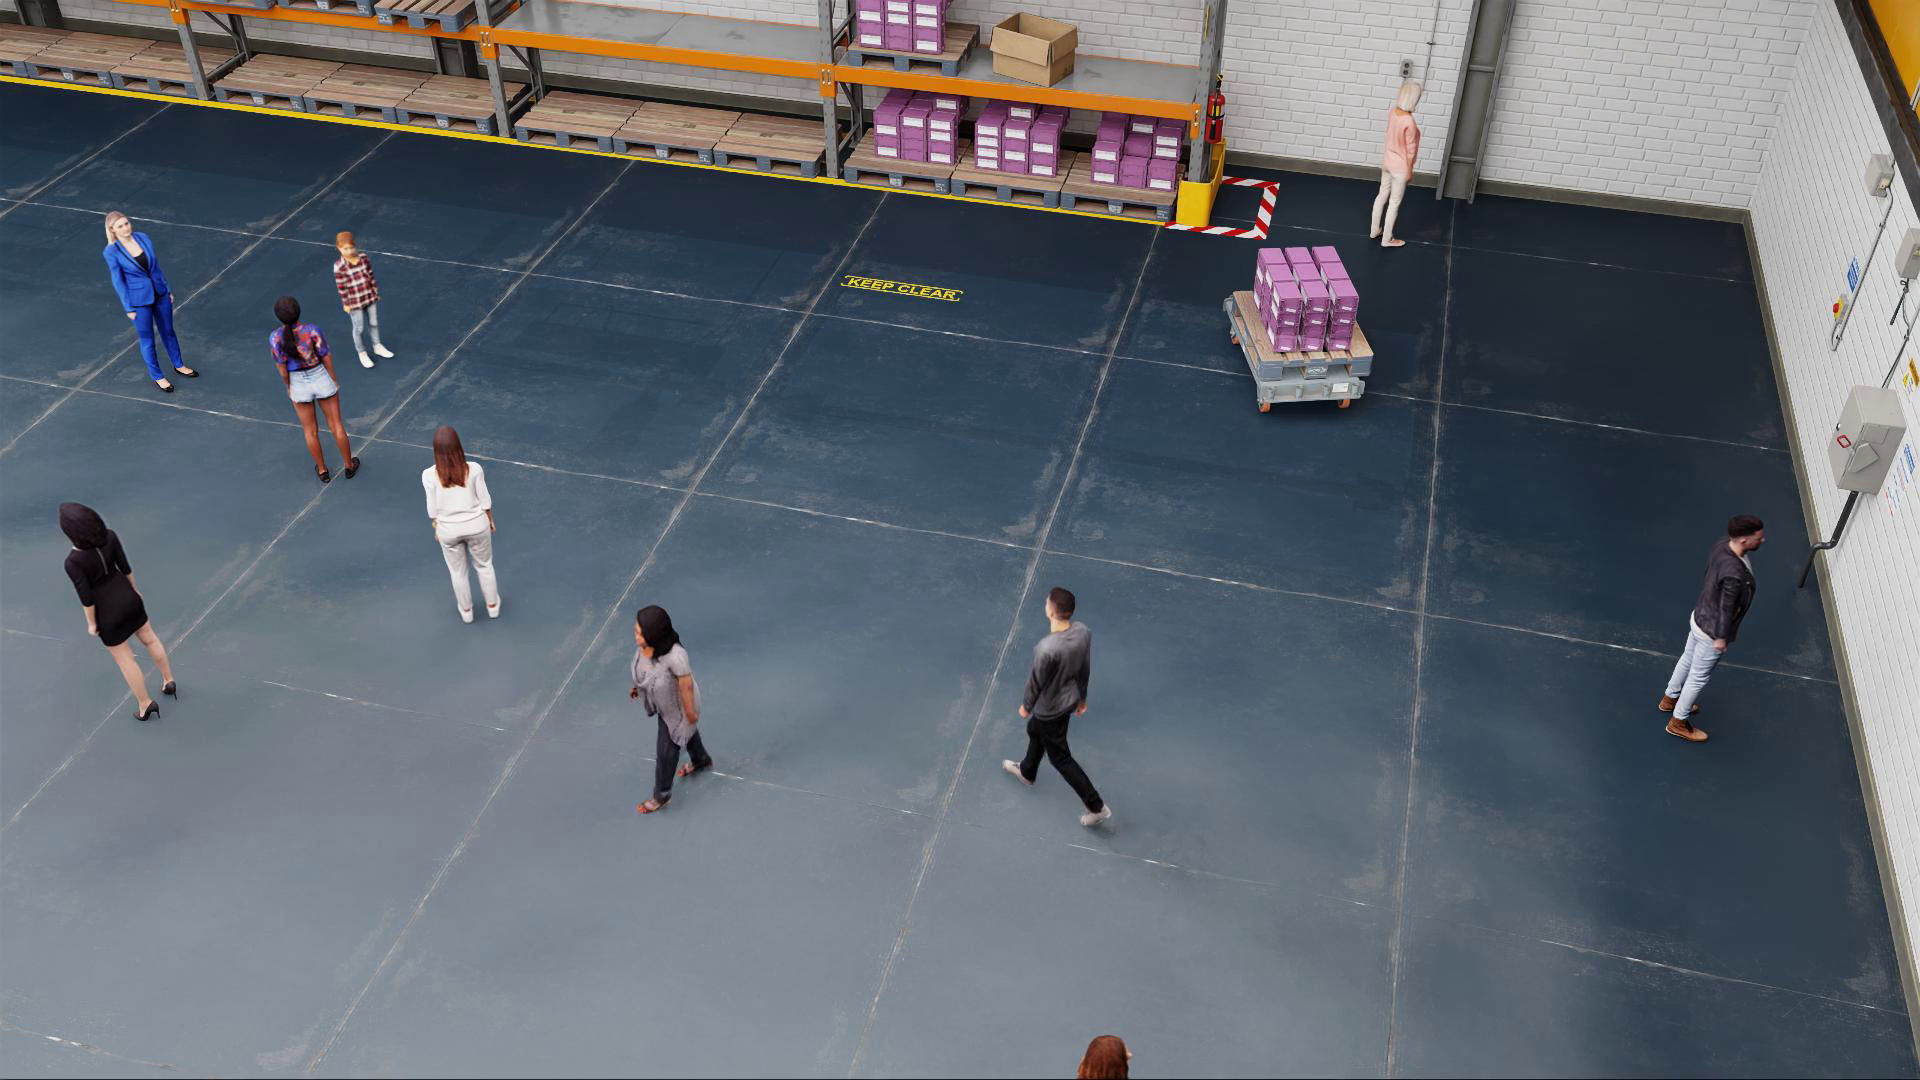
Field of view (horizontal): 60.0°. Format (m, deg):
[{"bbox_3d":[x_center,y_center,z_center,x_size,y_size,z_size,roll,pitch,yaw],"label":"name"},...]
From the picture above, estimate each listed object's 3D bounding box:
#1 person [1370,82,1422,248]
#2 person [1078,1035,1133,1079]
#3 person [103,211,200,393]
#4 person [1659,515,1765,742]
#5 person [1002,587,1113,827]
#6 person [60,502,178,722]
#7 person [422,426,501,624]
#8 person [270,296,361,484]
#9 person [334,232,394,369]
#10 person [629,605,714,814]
[{"bbox_3d":[4.420,-3.810,16.819,0.708,1.724,0.683,-13,40,-16],"label":"person"},{"bbox_3d":[0.680,3.014,8.285,0.673,1.711,0.645,-10,40,-12],"label":"person"},{"bbox_3d":[-7.221,-2.137,14.743,0.631,1.701,0.673,19,42,22],"label":"person"},{"bbox_3d":[5.085,0.566,11.250,0.577,1.837,0.674,6,39,7],"label":"person"},{"bbox_3d":[0.678,1.099,10.665,1.224,1.734,0.921,25,45,28],"label":"person"},{"bbox_3d":[-5.763,0.489,11.371,0.537,1.806,0.620,15,41,18],"label":"person"},{"bbox_3d":[-3.647,-0.104,12.209,0.670,1.687,0.755,-14,41,-16],"label":"person"},{"bbox_3d":[-5.296,-1.243,13.590,0.629,1.743,0.729,-12,40,-14],"label":"person"},{"bbox_3d":[-5.479,-2.219,15.163,0.605,1.306,0.594,28,46,30],"label":"person"},{"bbox_3d":[-1.829,1.005,10.908,0.984,1.578,0.943,-22,44,-25],"label":"person"}]
